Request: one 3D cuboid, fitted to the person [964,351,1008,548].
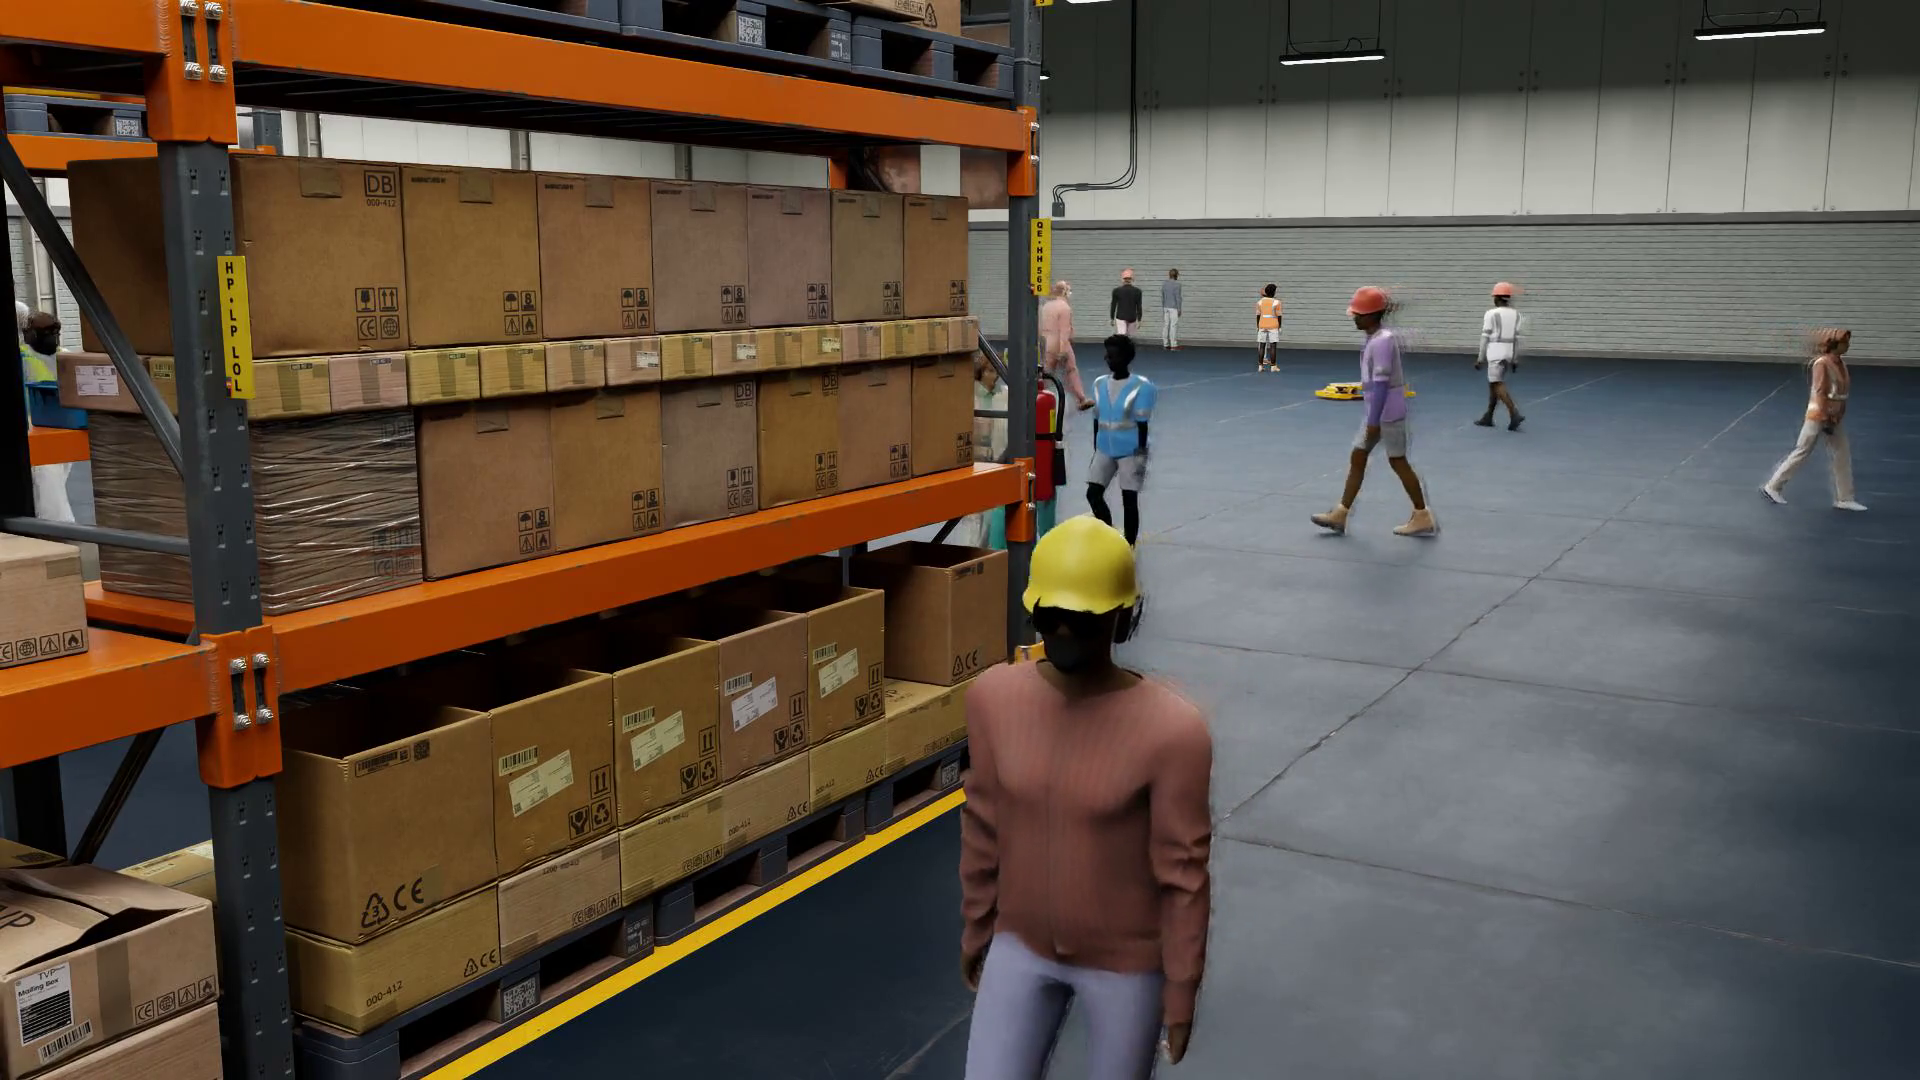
[{"bbox_3d":[0.163,-0.467,11.096,0.553,1.621,0.406,-4,10,-20],"label":"person"}]

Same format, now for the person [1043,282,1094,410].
[{"bbox_3d":[1.502,-2.775,23.914,0.980,1.850,0.669,-4,11,-24],"label":"person"}]

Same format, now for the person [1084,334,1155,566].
[{"bbox_3d":[1.131,-0.619,11.820,0.535,1.685,0.378,7,12,37],"label":"person"}]

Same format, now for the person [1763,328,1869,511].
[{"bbox_3d":[7.607,-1.078,14.722,0.505,1.603,0.835,-7,12,-35],"label":"person"}]

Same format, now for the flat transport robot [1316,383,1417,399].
[{"bbox_3d":[6.382,-2.358,26.116,1.431,0.197,0.652,-4,10,-21],"label":"flat transport robot"}]

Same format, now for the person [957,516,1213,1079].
[{"bbox_3d":[0.233,0.809,3.245,0.545,1.748,0.413,5,11,27],"label":"person"}]

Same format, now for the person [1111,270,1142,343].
[{"bbox_3d":[3.397,-4.527,33.947,0.612,1.947,1.011,0,10,-3],"label":"person"}]

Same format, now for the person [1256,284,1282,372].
[{"bbox_3d":[5.949,-4.074,31.997,0.540,1.695,0.317,7,12,35],"label":"person"}]

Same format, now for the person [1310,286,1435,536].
[{"bbox_3d":[3.310,-1.009,13.193,1.048,1.976,0.641,0,10,1],"label":"person"}]

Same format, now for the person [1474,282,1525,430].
[{"bbox_3d":[7.012,-2.375,21.451,0.545,1.907,0.913,-5,11,-27],"label":"person"}]

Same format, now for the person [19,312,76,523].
[{"bbox_3d":[-6.651,-0.769,12.324,0.901,1.802,0.659,5,11,27],"label":"person"}]

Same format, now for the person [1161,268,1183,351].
[{"bbox_3d":[5.014,-5.449,39.342,0.377,1.940,0.628,-6,11,-32],"label":"person"}]

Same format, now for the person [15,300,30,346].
[{"bbox_3d":[-13.324,-2.710,23.254,0.644,1.950,0.427,-1,10,-7],"label":"person"}]

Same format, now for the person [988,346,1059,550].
[{"bbox_3d":[0.366,-0.357,10.185,0.545,1.716,0.929,7,12,35],"label":"person"}]

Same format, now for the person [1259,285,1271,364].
[{"bbox_3d":[6.370,-4.479,34.545,0.280,1.636,0.500,-1,10,-4],"label":"person"}]
